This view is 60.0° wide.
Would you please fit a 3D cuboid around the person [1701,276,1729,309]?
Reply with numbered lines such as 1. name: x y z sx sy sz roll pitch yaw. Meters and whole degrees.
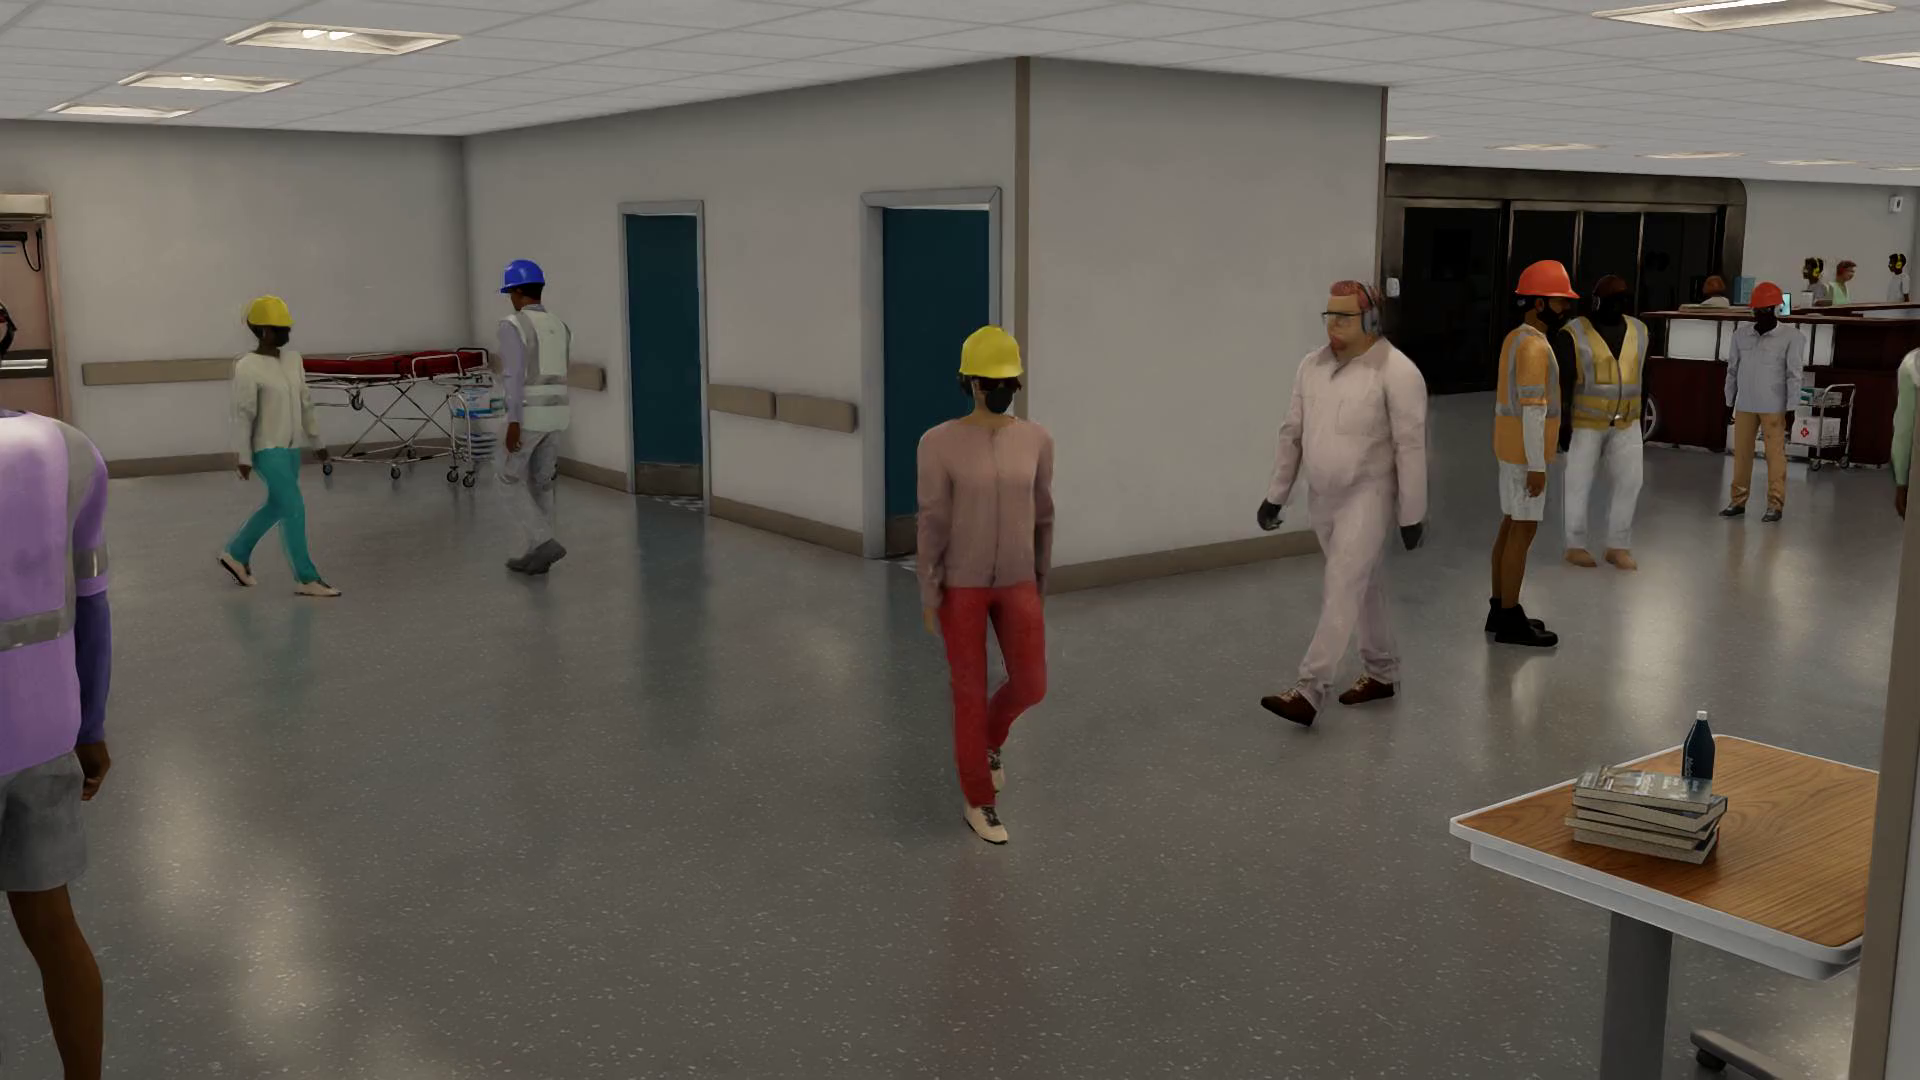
1. person: 9.160 -2.394 20.264 0.551 1.627 0.299 -7 12 -34

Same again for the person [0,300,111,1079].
1. person: -2.035 0.411 3.436 0.409 2.028 0.615 4 11 19

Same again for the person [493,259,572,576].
1. person: -2.554 -0.717 10.035 0.656 1.929 0.671 5 11 25

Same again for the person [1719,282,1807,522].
1. person: 5.842 -1.004 12.148 0.361 1.742 0.563 -7 13 -36

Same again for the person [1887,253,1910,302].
1. person: 14.312 -3.442 25.458 0.315 1.865 0.526 1 10 7

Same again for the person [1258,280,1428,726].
1. person: 1.589 -0.158 7.075 0.964 1.859 0.656 -6 12 -30

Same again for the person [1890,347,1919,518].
1. person: 4.660 -0.277 7.668 0.646 1.902 0.881 4 11 22

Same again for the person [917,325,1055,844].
1. person: 0.076 0.140 5.710 0.530 1.754 0.457 -4 11 -22

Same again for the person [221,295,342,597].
1. person: -3.986 -0.545 9.603 0.834 1.732 0.521 2 10 12

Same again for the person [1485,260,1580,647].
1. person: 2.899 -0.438 8.428 0.362 1.935 0.553 2 10 9

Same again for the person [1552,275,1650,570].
1. person: 3.987 -0.704 10.239 0.651 1.821 0.680 -1 10 -4
